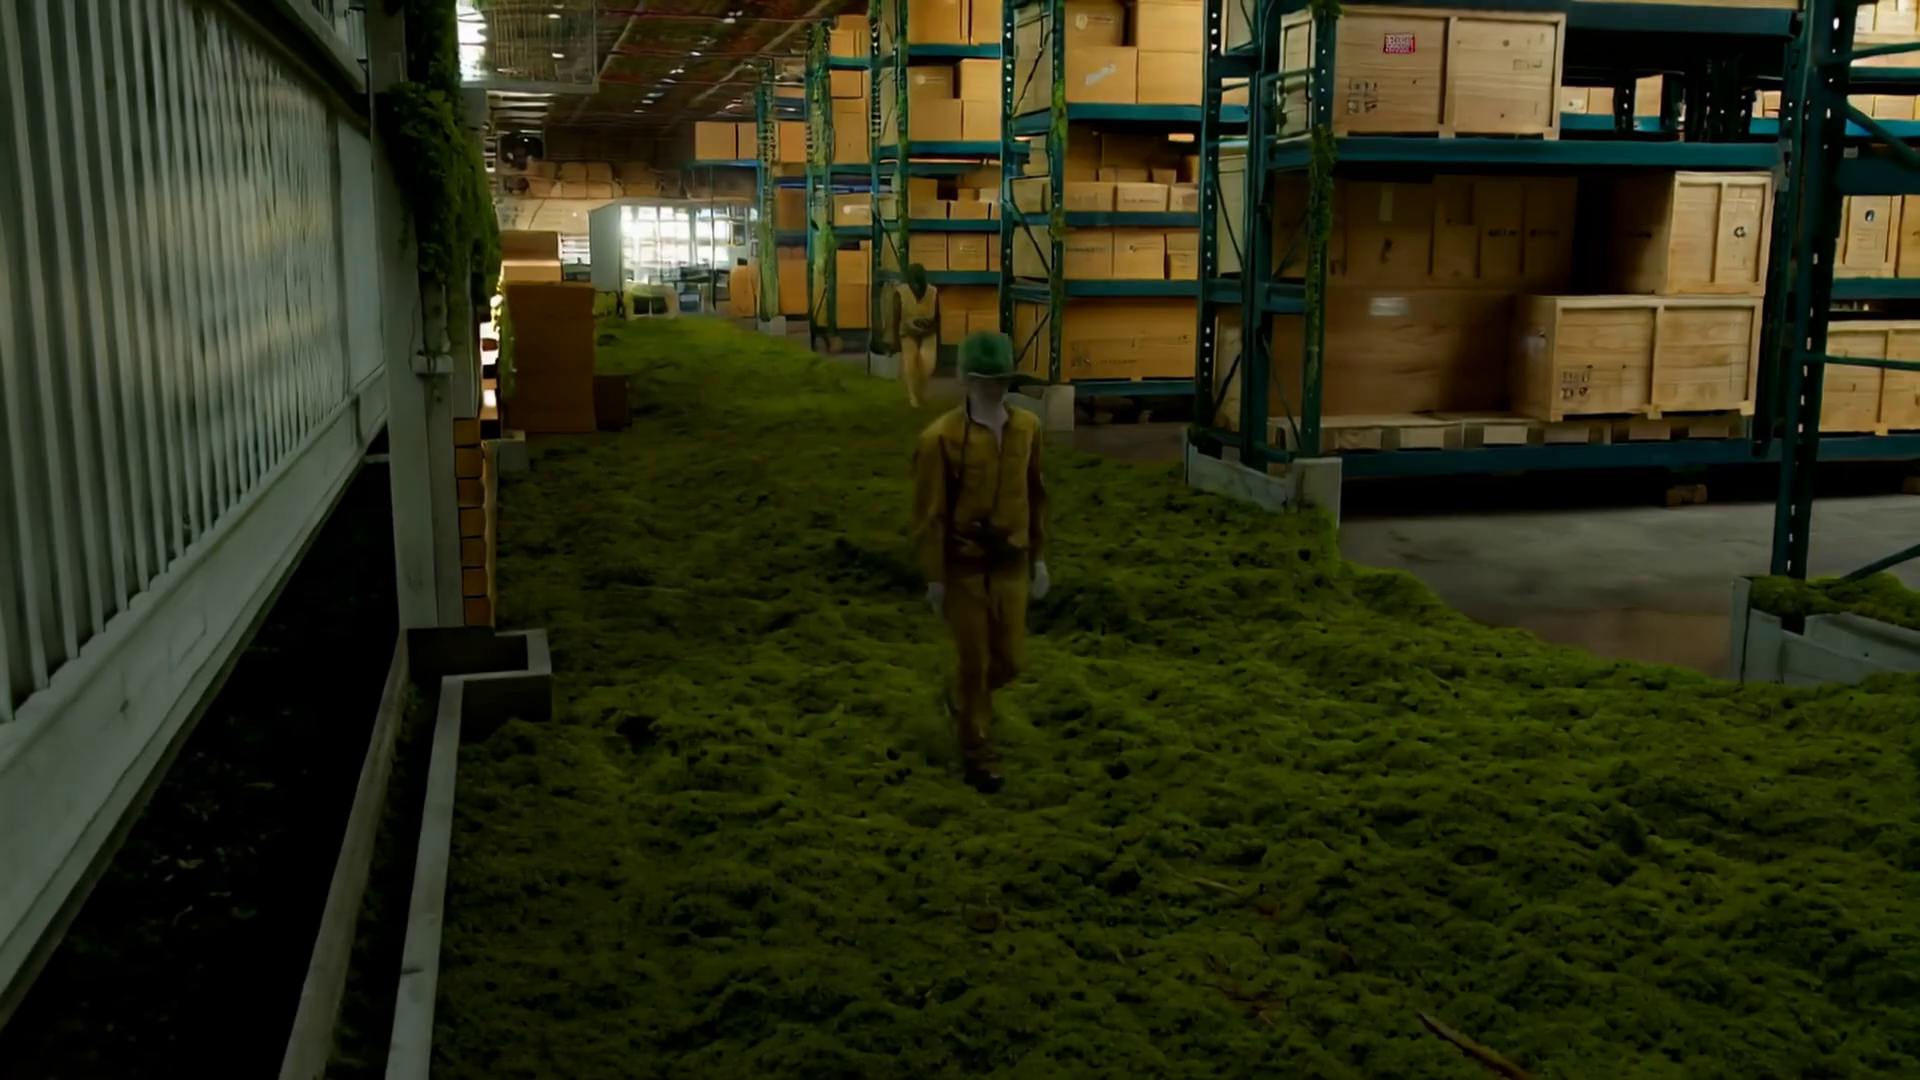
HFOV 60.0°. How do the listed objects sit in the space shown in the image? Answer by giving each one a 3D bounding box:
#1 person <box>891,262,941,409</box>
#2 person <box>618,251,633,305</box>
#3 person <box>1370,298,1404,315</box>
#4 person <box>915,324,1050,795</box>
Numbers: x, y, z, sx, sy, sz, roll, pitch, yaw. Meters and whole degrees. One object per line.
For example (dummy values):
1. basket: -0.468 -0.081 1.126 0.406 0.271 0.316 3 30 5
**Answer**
1. person: -0.521 -2.517 20.603 0.663 1.822 0.627 -3 10 -16
2. person: -11.549 -9.044 57.513 0.564 1.846 0.390 -7 12 -35
3. person: 4.401 -2.004 17.333 0.509 1.962 0.623 -2 10 -10
4. person: 0.063 0.055 6.276 0.576 1.739 0.523 -7 12 -34
